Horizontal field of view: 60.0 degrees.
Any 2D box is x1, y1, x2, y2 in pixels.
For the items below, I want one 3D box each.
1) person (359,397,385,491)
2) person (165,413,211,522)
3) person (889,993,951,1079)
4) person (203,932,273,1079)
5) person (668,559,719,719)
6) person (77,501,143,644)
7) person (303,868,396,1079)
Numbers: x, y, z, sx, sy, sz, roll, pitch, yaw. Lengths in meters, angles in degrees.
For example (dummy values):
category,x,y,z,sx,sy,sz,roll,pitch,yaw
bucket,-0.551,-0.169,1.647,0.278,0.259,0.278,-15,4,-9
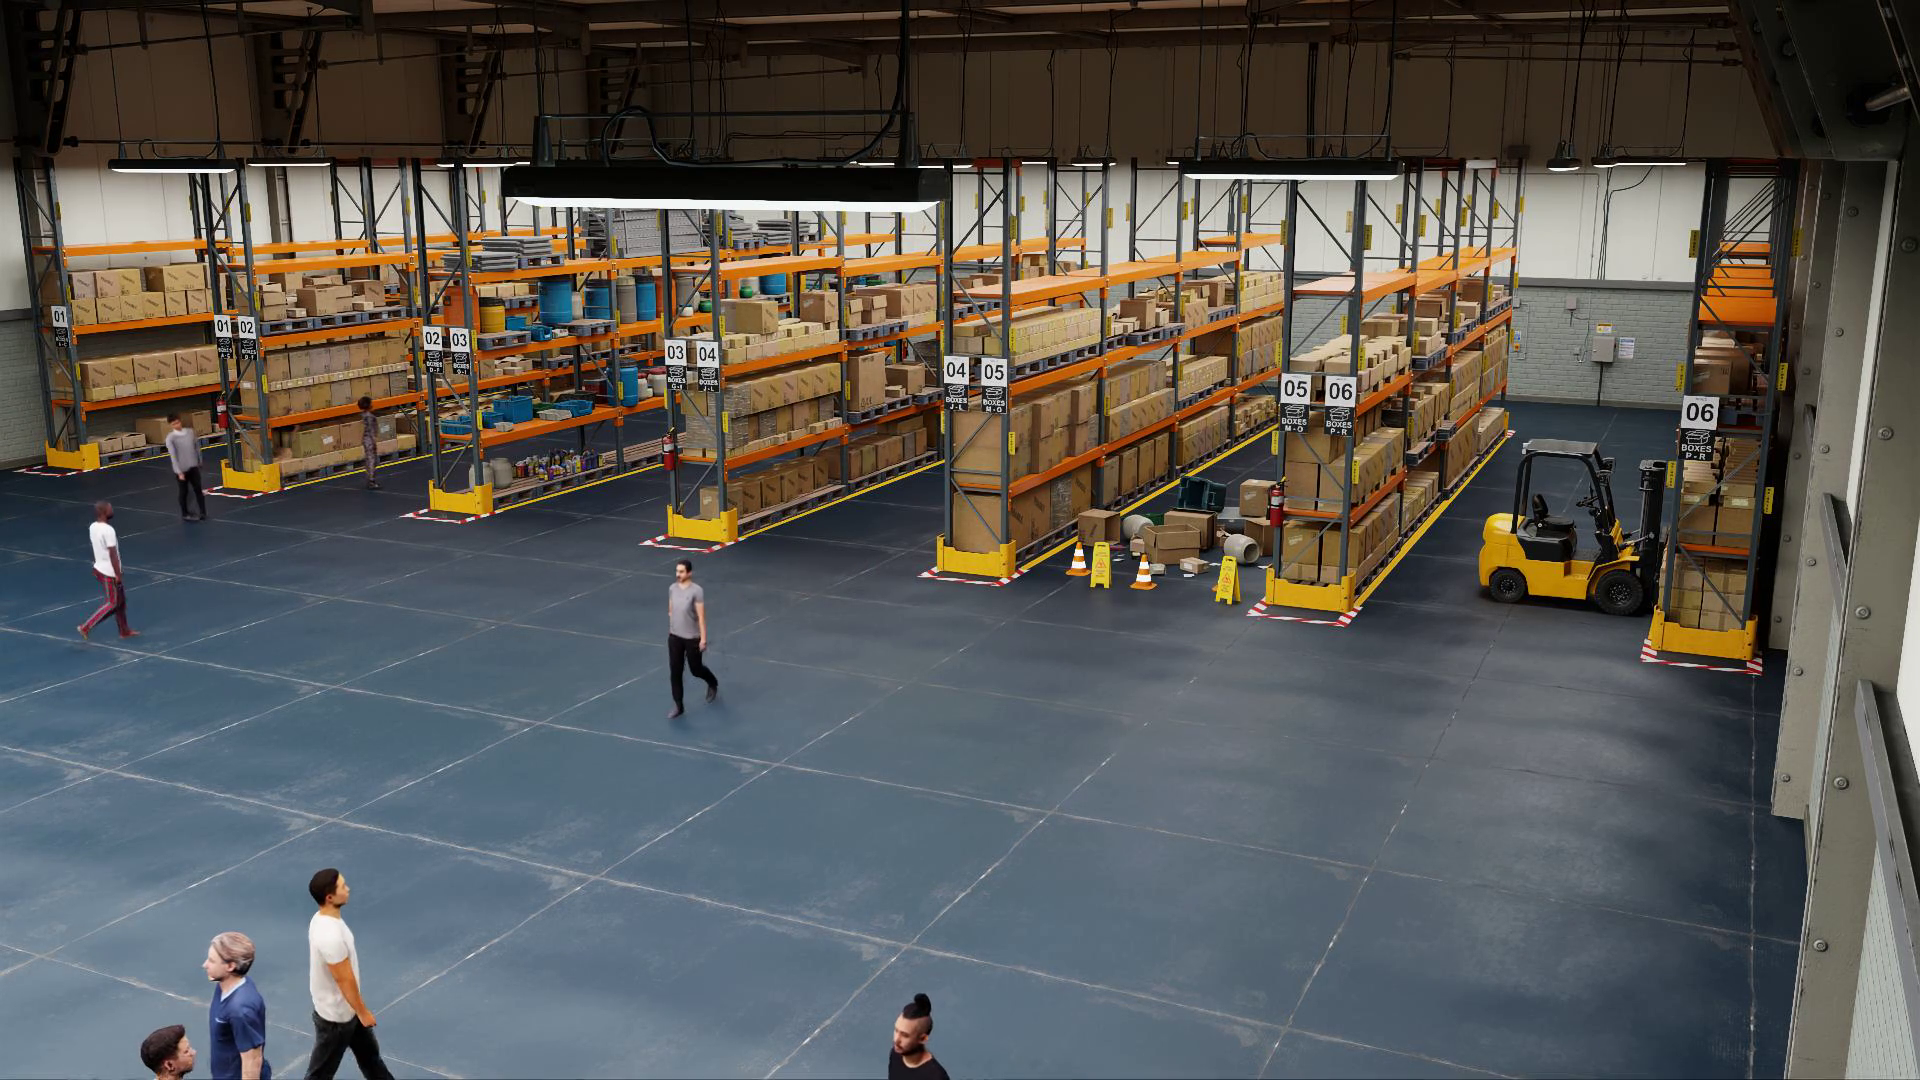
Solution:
category,x,y,z,sx,sy,sz,roll,pitch,yaw
person,-10.899,-1.798,30.731,0.690,1.714,0.656,-7,15,-29
person,-12.952,-1.209,27.820,1.004,1.879,0.990,7,15,27
person,-0.147,3.218,8.770,0.908,1.849,0.860,-8,15,-32
person,-4.023,3.071,9.358,0.755,1.871,0.745,-8,15,-31
person,-2.977,1.059,18.351,0.638,1.733,1.008,5,14,22
person,-10.781,0.431,20.887,0.844,1.812,1.118,10,17,38
person,-3.942,2.920,10.253,1.180,1.760,1.114,-5,14,-20
